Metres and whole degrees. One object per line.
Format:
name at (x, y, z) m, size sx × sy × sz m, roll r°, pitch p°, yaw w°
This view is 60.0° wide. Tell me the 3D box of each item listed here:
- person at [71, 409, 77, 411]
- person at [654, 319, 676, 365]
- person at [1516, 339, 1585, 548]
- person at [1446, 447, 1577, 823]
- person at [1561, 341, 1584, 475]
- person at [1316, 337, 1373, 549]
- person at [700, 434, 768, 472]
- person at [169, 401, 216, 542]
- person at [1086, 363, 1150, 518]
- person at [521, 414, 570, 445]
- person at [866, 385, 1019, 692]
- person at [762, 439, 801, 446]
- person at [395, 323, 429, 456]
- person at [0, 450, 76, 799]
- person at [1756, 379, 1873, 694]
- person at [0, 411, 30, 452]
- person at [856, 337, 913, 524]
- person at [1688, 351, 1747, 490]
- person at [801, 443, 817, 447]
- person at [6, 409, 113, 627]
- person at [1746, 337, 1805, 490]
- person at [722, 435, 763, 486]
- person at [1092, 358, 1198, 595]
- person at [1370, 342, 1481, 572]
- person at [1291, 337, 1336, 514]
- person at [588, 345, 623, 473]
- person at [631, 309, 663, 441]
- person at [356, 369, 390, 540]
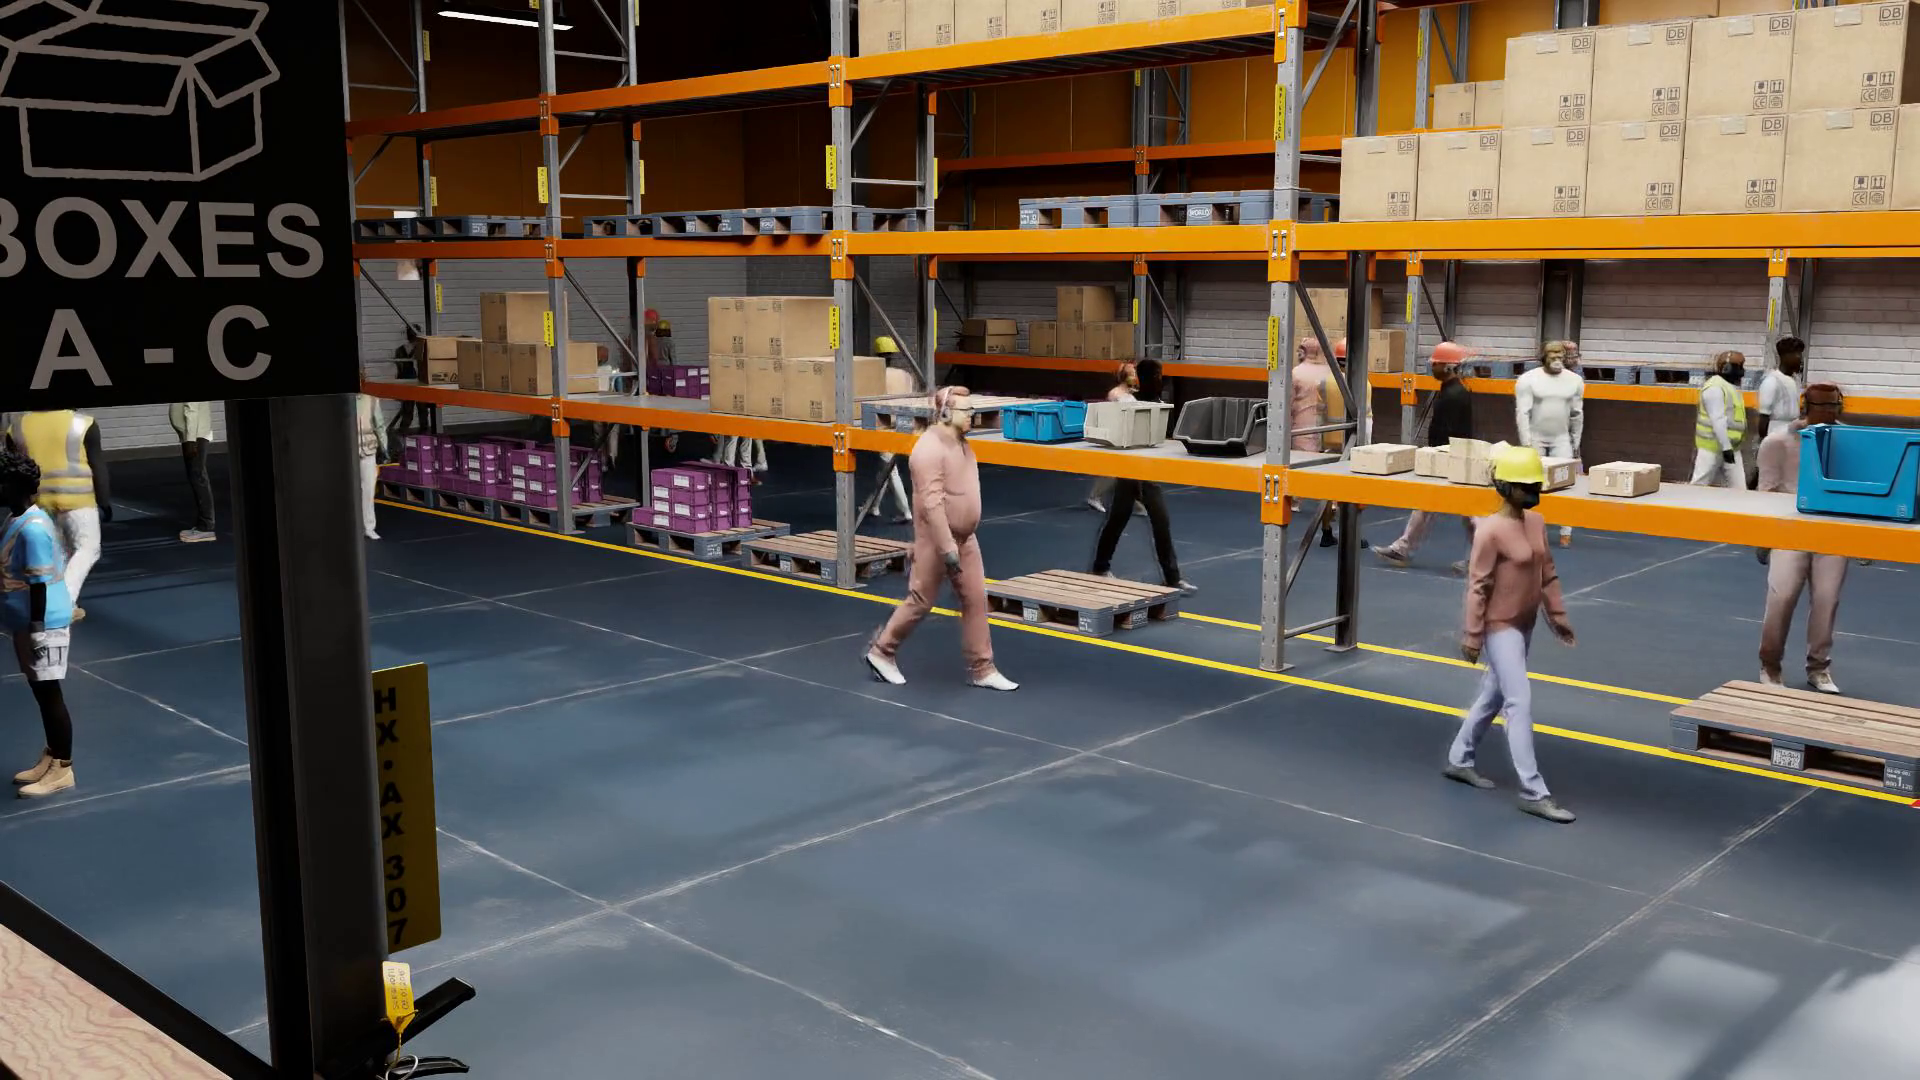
person at (-11.022, -1.725, 20.573) m, size 0.355 × 1.883 × 0.573 m, roll -6°, pitch 11°, yaw -32°
person at (-4.790, -2.691, 26.920) m, size 0.487 × 1.743 × 0.315 m, roll 4°, pitch 10°, yaw 24°
person at (5.434, -0.890, 15.339) m, size 0.632 × 1.922 × 0.453 m, roll 1°, pitch 9°, yaw 5°
person at (2.650, 0.415, 7.928) m, size 0.529 × 1.731 × 0.785 m, roll -9°, pitch 13°, yaw -43°
person at (5.931, -1.066, 16.619) m, size 0.878 × 1.867 × 0.654 m, roll 7°, pitch 11°, yaw 36°
person at (3.517, -0.880, 15.212) m, size 0.546 × 1.942 × 0.348 m, roll 7°, pitch 12°, yaw 38°
person at (-2.835, -1.764, 21.025) m, size 0.995 × 1.816 × 0.504 m, roll 5°, pitch 11°, yaw 28°
person at (-7.259, -0.971, 15.656) m, size 0.405 × 1.987 × 0.608 m, roll -5°, pitch 11°, yaw -30°
person at (1.669, -1.049, 17.301) m, size 0.877 × 1.595 × 0.519 m, roll 6°, pitch 11°, yaw 33°
person at (-5.445, -1.918, 21.769) m, size 0.945 × 1.884 × 0.589 m, roll 0°, pitch 9°, yaw -1°
person at (-0.138, -0.010, 10.113) m, size 0.929 × 1.871 × 0.640 m, roll 5°, pitch 11°, yaw 29°
person at (-2.590, -2.313, 24.088) m, size 0.763 × 1.913 × 0.639 m, roll 8°, pitch 12°, yaw 40°
person at (-7.363, -1.990, 22.349) m, size 0.518 × 1.830 × 0.670 m, roll 1°, pitch 9°, yaw 8°
person at (-4.516, 0.403, 8.115) m, size 0.320 × 1.694 × 0.534 m, roll -7°, pitch 11°, yaw -35°
person at (5.150, -0.019, 10.057) m, size 0.653 × 1.905 × 0.423 m, roll 1°, pitch 9°, yaw 7°
person at (-9.314, -1.016, 16.435) m, size 0.533 × 1.824 × 0.981 m, roll -6°, pitch 11°, yaw -34°
person at (-0.759, -1.115, 16.859) m, size 0.604 × 1.877 × 0.984 m, roll -8°, pitch 12°, yaw -40°
person at (7.174, -0.880, 15.659) m, size 0.890 × 1.800 × 0.633 m, roll 9°, pitch 13°, yaw 44°
person at (-1.853, -2.249, 23.585) m, size 0.688 × 1.962 × 1.076 m, roll -9°, pitch 13°, yaw -42°
person at (-6.389, -0.264, 11.800) m, size 0.636 × 1.822 × 0.698 m, roll -1°, pitch 9°, yaw -5°
person at (7.939, -1.002, 16.057) m, size 0.997 × 1.919 × 0.627 m, roll 9°, pitch 13°, yaw 44°
person at (-2.569, -1.579, 19.510) m, size 0.372 × 1.940 × 0.632 m, roll 8°, pitch 12°, yaw 40°
person at (1.432, -0.505, 13.173) m, size 0.590 × 1.873 × 1.024 m, roll -8°, pitch 12°, yaw -41°
person at (4.044, -0.693, 14.058) m, size 1.008 × 1.937 × 0.642 m, roll 2°, pitch 9°, yaw 10°
person at (3.610, -1.157, 17.173) m, size 0.633 × 1.865 × 0.987 m, roll -6°, pitch 11°, yaw -31°
person at (-4.462, -1.621, 20.742) m, size 0.532 × 1.617 × 0.577 m, roll -1°, pitch 9°, yaw -8°
person at (-4.597, -2.432, 24.659) m, size 0.546 × 1.969 × 0.618 m, roll -7°, pitch 12°, yaw -37°
person at (-5.665, -0.798, 15.652) m, size 0.527 × 1.636 × 0.357 m, roll -8°, pitch 12°, yaw -41°
